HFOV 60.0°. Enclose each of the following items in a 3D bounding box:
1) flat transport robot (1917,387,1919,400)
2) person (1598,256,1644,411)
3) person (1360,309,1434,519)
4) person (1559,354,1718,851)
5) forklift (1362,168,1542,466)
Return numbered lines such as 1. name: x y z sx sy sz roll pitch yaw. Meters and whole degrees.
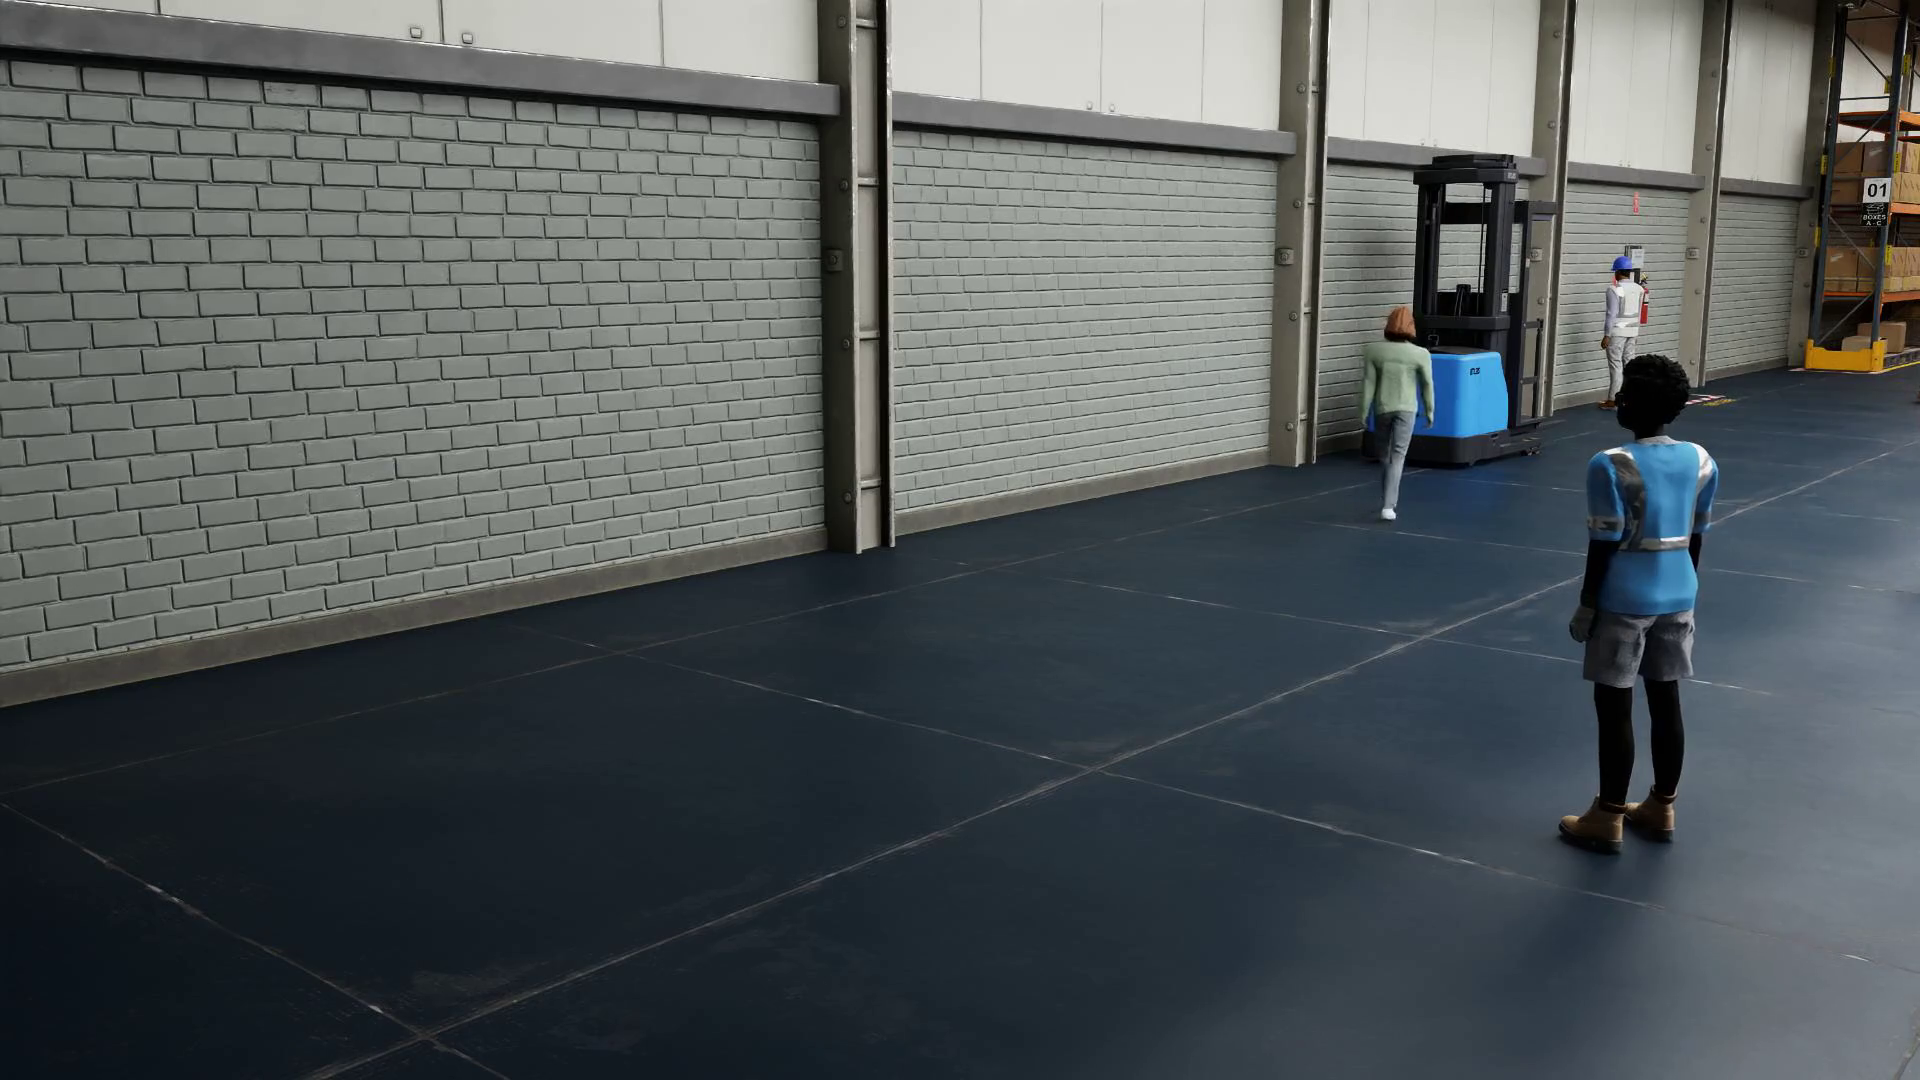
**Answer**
1. flat transport robot: 13.066 -1.872 21.773 0.652 0.197 1.431 3 11 18
2. person: 8.420 -2.633 21.212 0.610 1.946 0.405 -5 11 -28
3. person: 3.374 -0.977 12.799 0.526 1.581 0.860 5 11 25
4. person: 2.328 0.213 5.717 0.541 1.700 0.316 -4 11 -24
5. forklift: 4.875 -2.212 16.287 1.129 2.768 1.873 8 13 40
